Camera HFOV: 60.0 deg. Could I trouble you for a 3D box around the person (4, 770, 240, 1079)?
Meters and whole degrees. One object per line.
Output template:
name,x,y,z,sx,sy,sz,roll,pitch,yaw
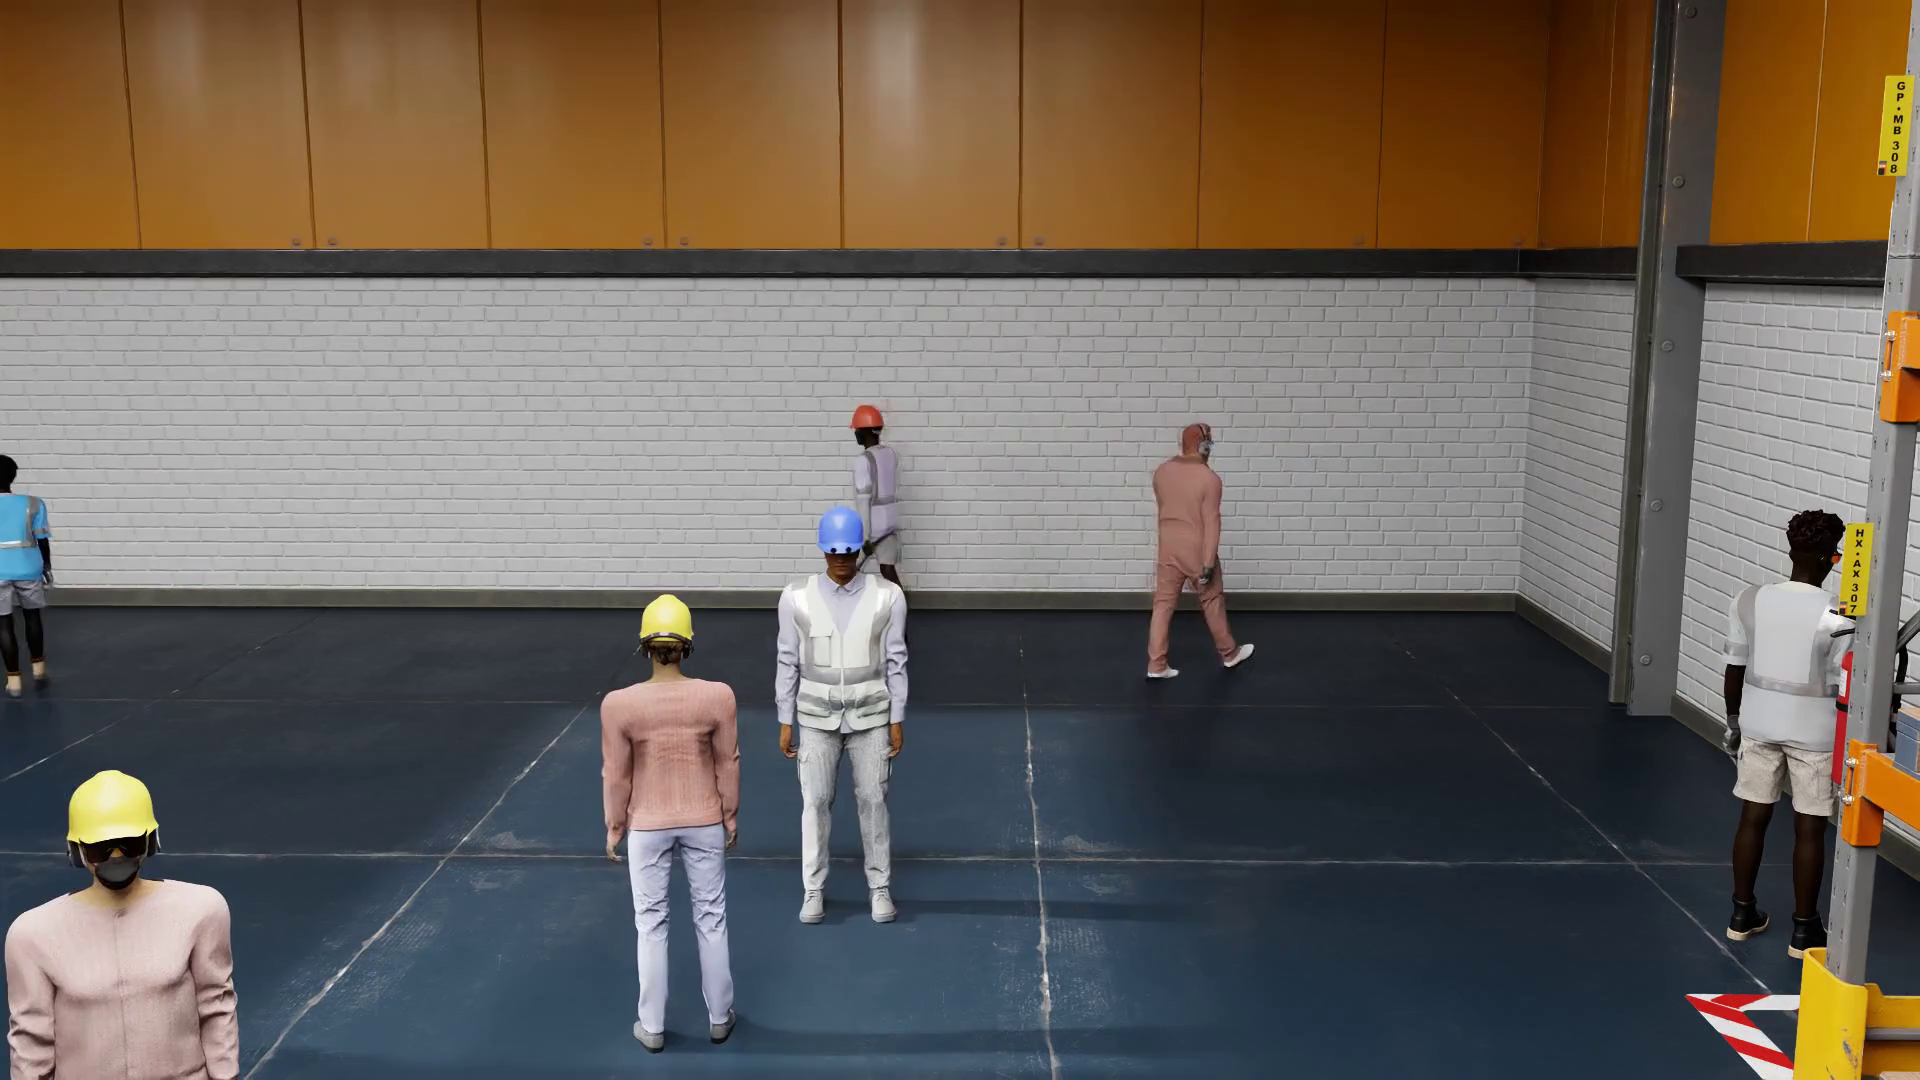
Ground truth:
person,-2.105,1.444,4.240,0.525,1.772,0.308,-6,11,-31

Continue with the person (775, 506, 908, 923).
person,-0.538,0.800,7.584,0.608,1.938,0.408,0,9,-2

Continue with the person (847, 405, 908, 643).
person,-0.771,-0.126,13.268,0.851,1.897,0.555,7,11,34

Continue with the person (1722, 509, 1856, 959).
person,3.654,0.835,7.290,0.362,1.963,0.614,-8,12,-38

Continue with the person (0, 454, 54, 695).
person,-6.714,0.230,11.742,0.548,1.678,0.549,-7,12,-36

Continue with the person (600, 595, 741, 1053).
person,-1.102,1.086,6.387,0.523,1.769,0.323,-2,10,-13

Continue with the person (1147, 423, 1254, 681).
person,1.740,0.078,12.154,0.965,1.863,0.646,-9,13,-43
